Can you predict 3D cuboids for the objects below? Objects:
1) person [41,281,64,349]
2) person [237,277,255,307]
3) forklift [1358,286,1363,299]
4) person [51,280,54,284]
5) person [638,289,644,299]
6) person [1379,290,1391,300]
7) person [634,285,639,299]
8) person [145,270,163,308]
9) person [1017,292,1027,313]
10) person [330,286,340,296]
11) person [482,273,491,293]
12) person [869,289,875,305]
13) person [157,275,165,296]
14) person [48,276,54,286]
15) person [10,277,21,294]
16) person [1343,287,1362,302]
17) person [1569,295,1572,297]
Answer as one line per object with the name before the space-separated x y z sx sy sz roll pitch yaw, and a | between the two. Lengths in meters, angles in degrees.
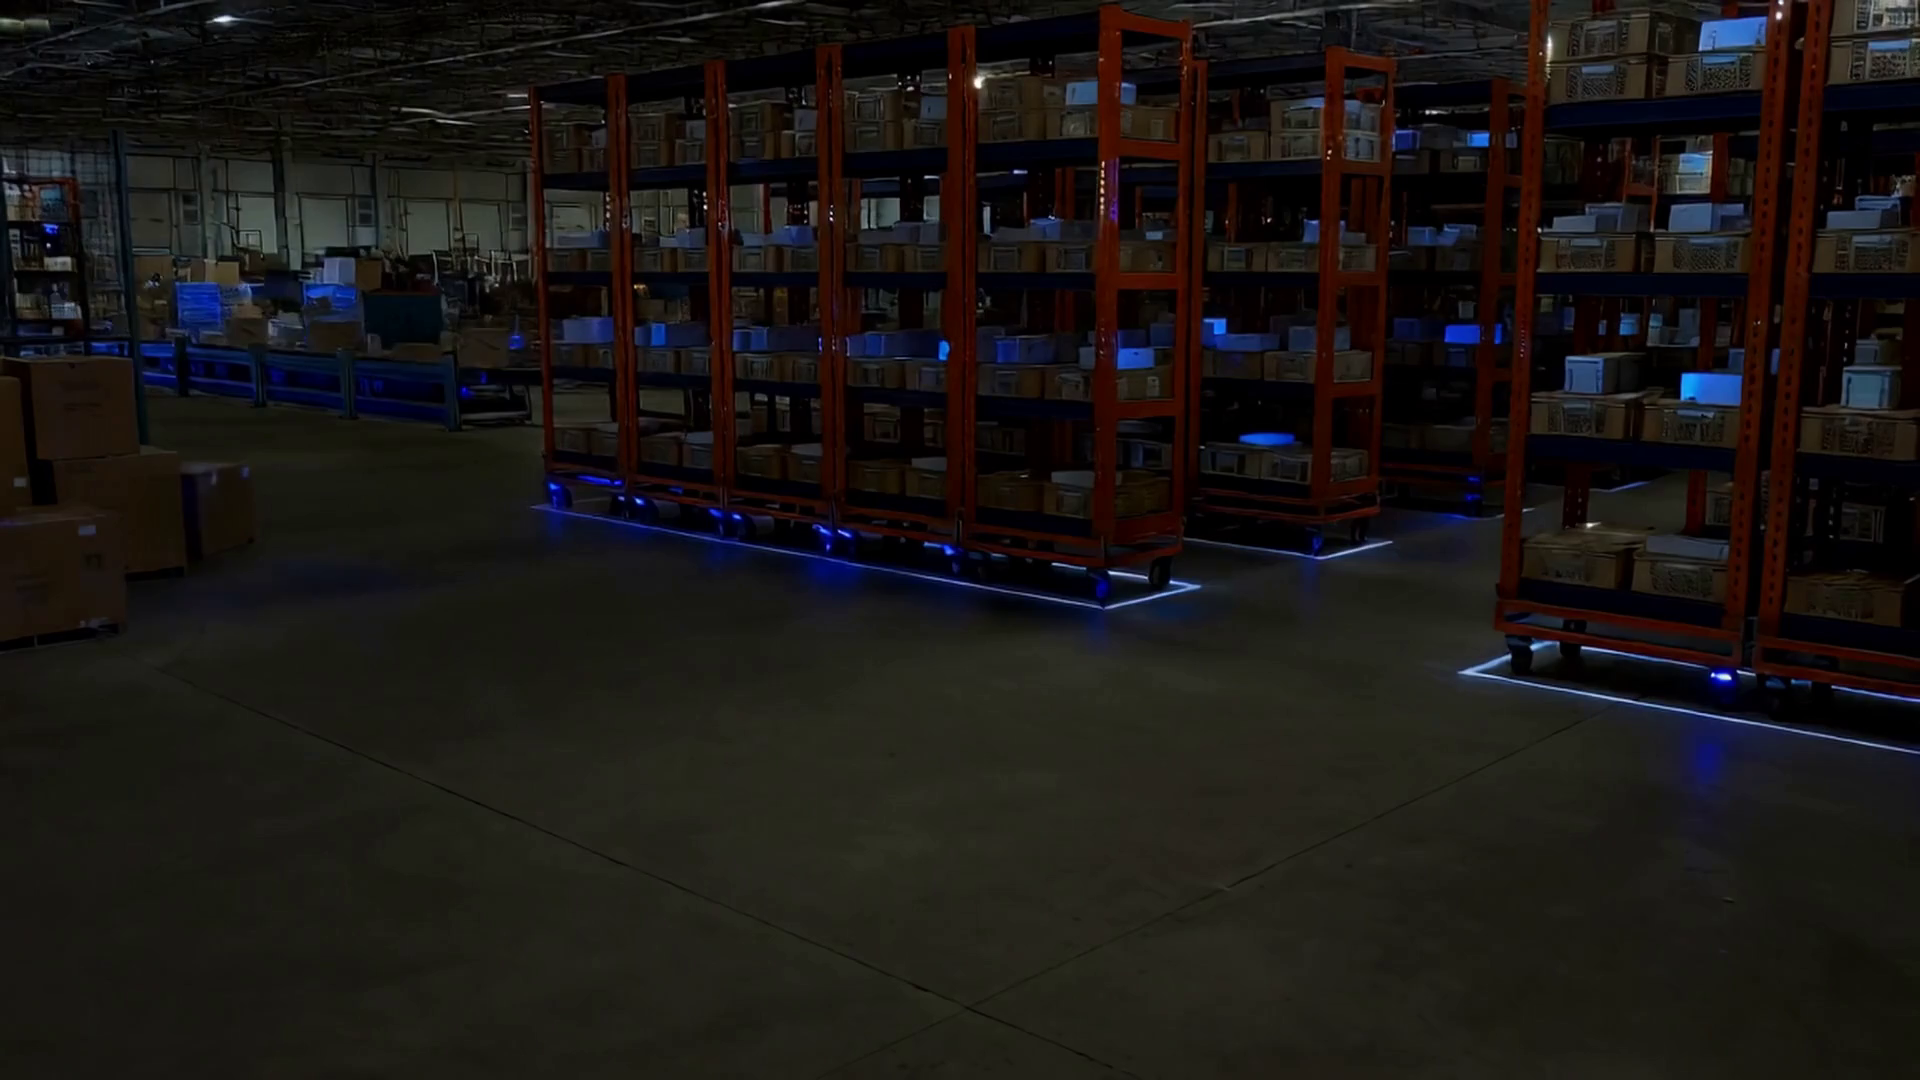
person | -19.304 -4.613 35.524 0.988 1.813 0.570 -2 10 -14
person | -21.529 -6.979 49.961 0.602 1.834 0.977 8 12 40
forklift | 11.100 -7.017 46.970 1.873 2.768 1.129 9 13 43
person | -44.694 -12.186 81.669 0.681 1.901 0.427 3 10 17
person | -17.549 -13.684 91.410 0.750 1.719 0.497 -6 11 -31
person | 7.037 -3.355 27.612 0.814 1.874 0.666 -4 10 -25
person | -17.613 -13.539 90.122 0.508 1.846 0.345 -1 9 -6
person | -27.080 -8.057 55.912 0.537 2.000 0.688 -6 11 -33
person | 0.799 -2.078 20.000 0.603 1.805 0.843 9 13 44
person | -19.605 -7.418 52.307 0.356 1.938 0.545 -4 10 -23
person | -26.113 -13.884 92.212 0.631 1.846 0.847 3 10 19
person | -3.793 -10.570 71.598 0.422 1.963 0.611 2 9 11
person | -32.611 -9.903 67.937 0.999 1.818 0.508 -7 12 -39
person | -42.693 -11.509 78.075 0.540 1.711 0.924 7 12 39
person | -40.340 -10.379 70.914 0.914 1.810 0.631 0 9 -2
person | 6.725 -3.436 28.269 0.487 1.808 0.609 -1 9 -4
person | 15.368 -5.646 41.816 0.583 1.815 0.598 8 12 39
